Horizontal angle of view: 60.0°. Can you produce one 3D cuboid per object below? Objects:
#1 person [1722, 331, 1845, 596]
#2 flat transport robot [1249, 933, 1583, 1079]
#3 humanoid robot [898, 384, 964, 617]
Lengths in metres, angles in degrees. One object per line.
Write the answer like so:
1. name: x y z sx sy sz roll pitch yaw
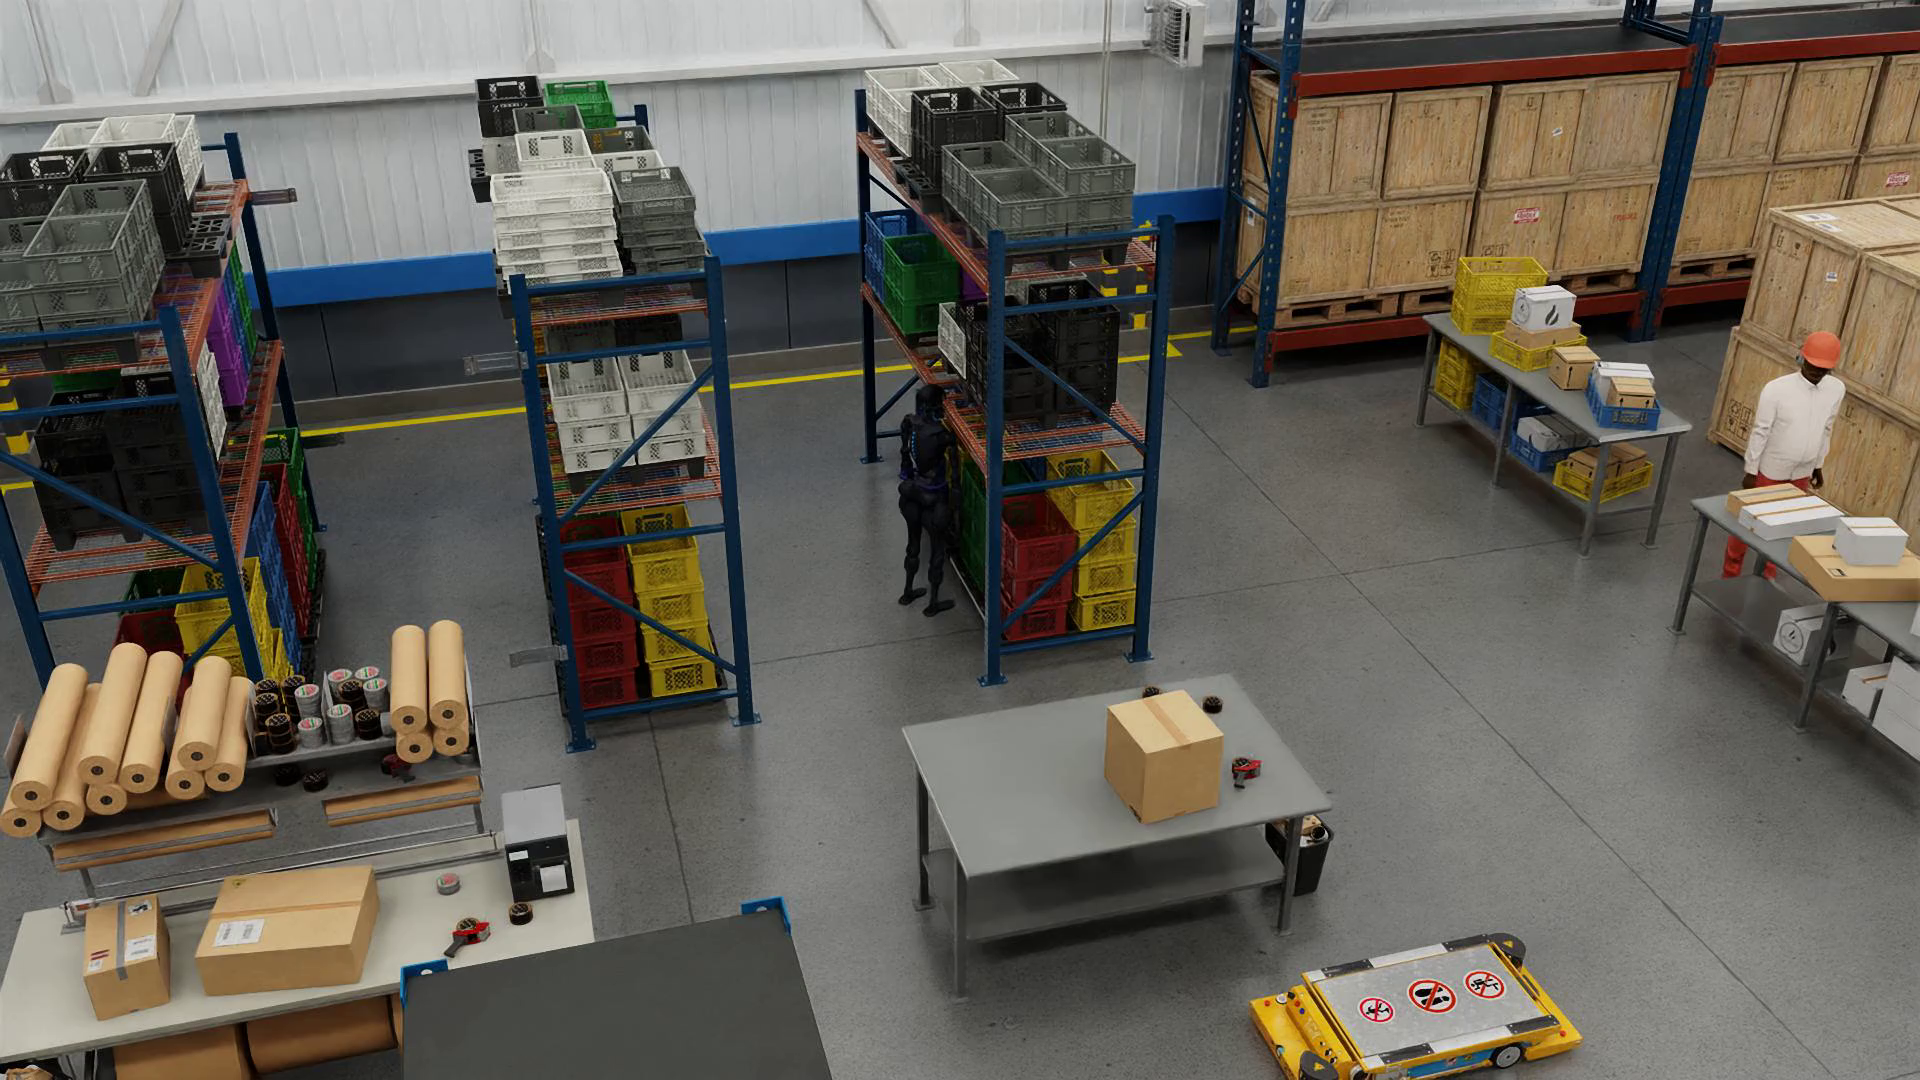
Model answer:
1. person: 5.601 -0.491 11.268 0.610 1.991 0.389 -5 29 -10
2. flat transport robot: 2.184 2.282 7.980 1.431 0.197 0.652 -8 30 -14
3. humanoid robot: -0.215 -0.287 11.223 0.579 1.655 0.333 25 38 38
